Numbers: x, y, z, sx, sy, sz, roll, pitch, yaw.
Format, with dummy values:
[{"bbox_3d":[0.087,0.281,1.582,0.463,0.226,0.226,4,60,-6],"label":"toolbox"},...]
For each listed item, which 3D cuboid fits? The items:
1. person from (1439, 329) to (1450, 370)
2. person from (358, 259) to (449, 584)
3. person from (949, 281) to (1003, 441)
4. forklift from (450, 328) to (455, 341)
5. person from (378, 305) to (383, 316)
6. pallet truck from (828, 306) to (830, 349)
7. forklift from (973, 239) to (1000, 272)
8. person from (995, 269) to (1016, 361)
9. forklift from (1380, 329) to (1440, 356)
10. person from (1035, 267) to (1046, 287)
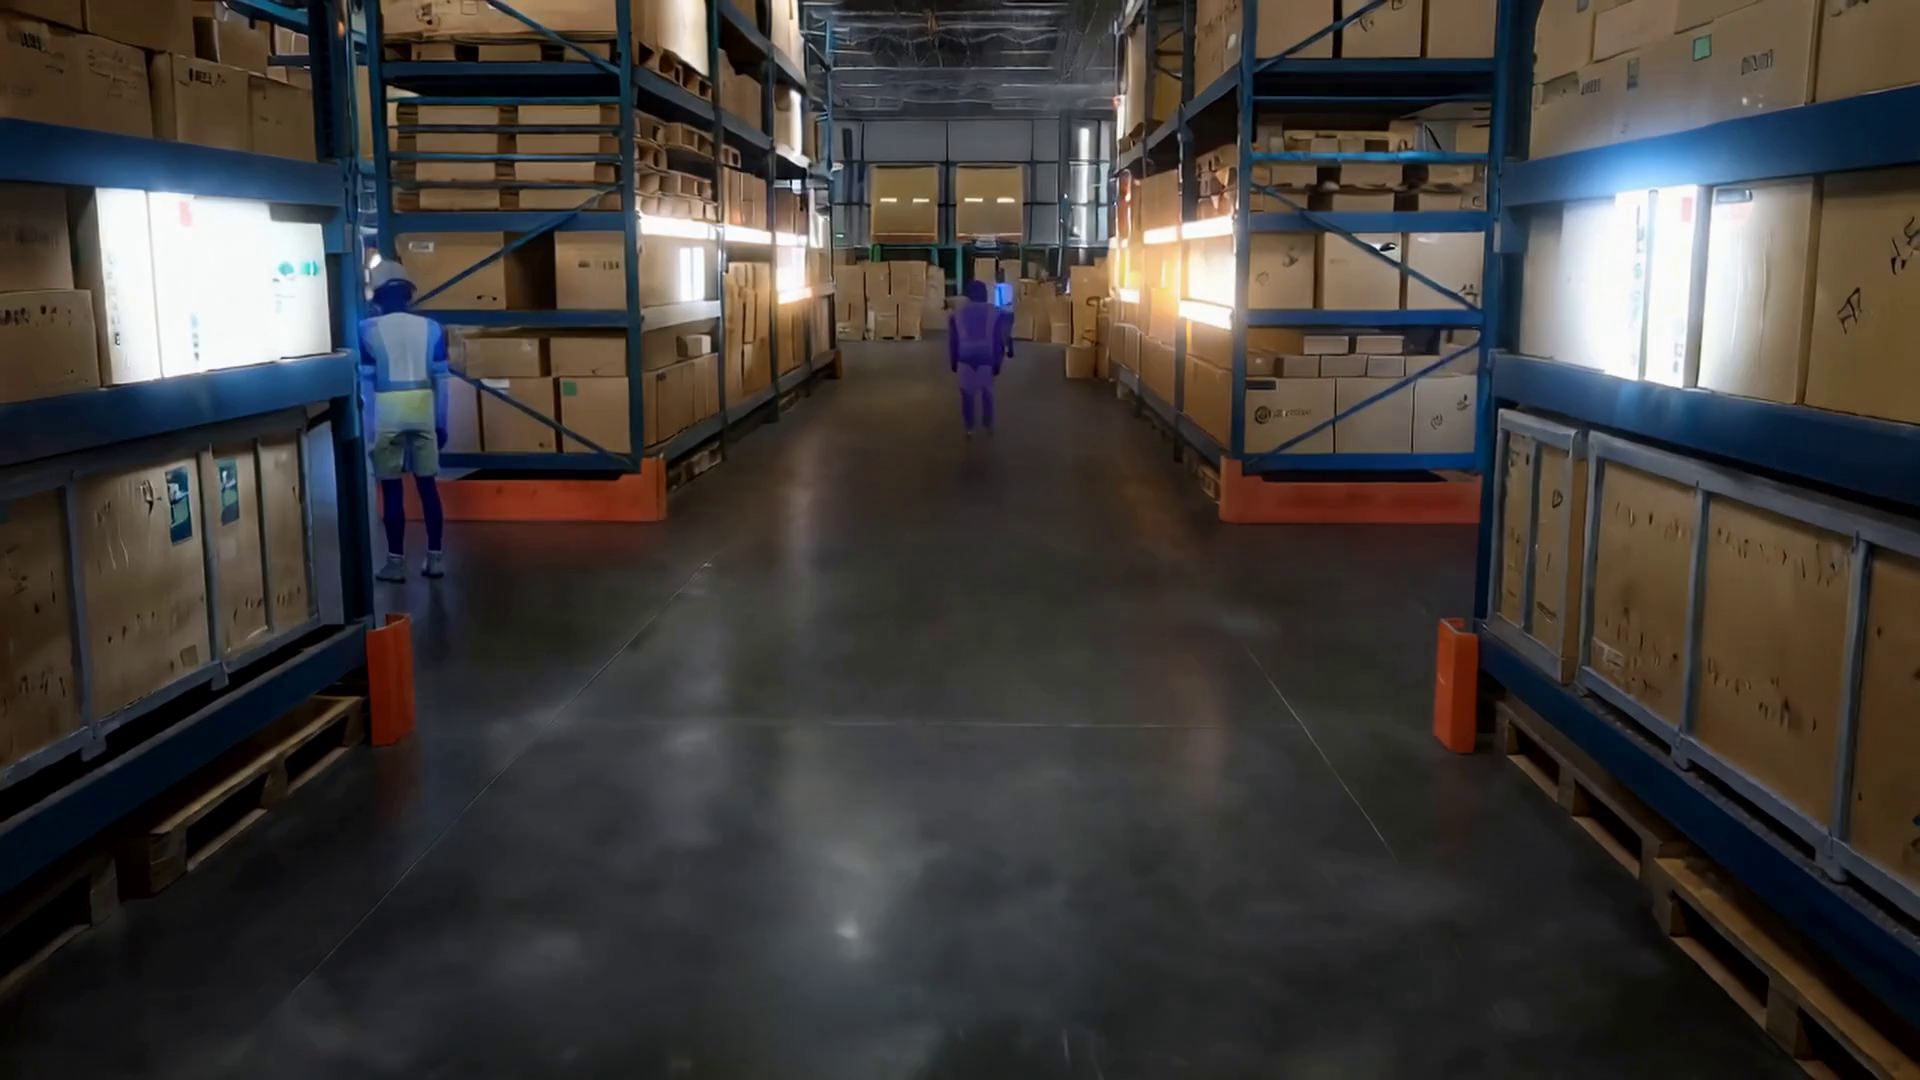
[{"bbox_3d":[7.936,-3.391,27.581,0.522,1.640,0.305,-7,12,-35],"label":"person"},{"bbox_3d":[-3.528,-0.741,10.505,0.608,2.045,0.369,-8,13,-41],"label":"person"},{"bbox_3d":[0.199,-2.059,19.135,0.626,1.804,0.895,1,10,7],"label":"person"},{"bbox_3d":[-13.076,-6.247,40.982,1.129,2.768,1.873,0,9,1],"label":"forklift"},{"bbox_3d":[-6.763,-2.085,19.778,0.497,1.633,0.285,-9,13,-43],"label":"person"},{"bbox_3d":[-3.100,-3.940,29.800,1.885,1.965,0.823,3,10,19],"label":"pallet truck"},{"bbox_3d":[0.914,-8.942,57.122,1.129,2.768,1.873,0,9,1],"label":"forklift"},{"bbox_3d":[0.928,-4.656,34.385,0.424,1.906,0.606,6,11,30],"label":"person"},{"bbox_3d":[6.534,-3.596,25.100,1.129,2.768,1.873,0,9,1],"label":"forklift"},{"bbox_3d":[2.725,-8.546,57.837,0.896,1.840,0.603,-6,11,-32],"label":"person"}]
